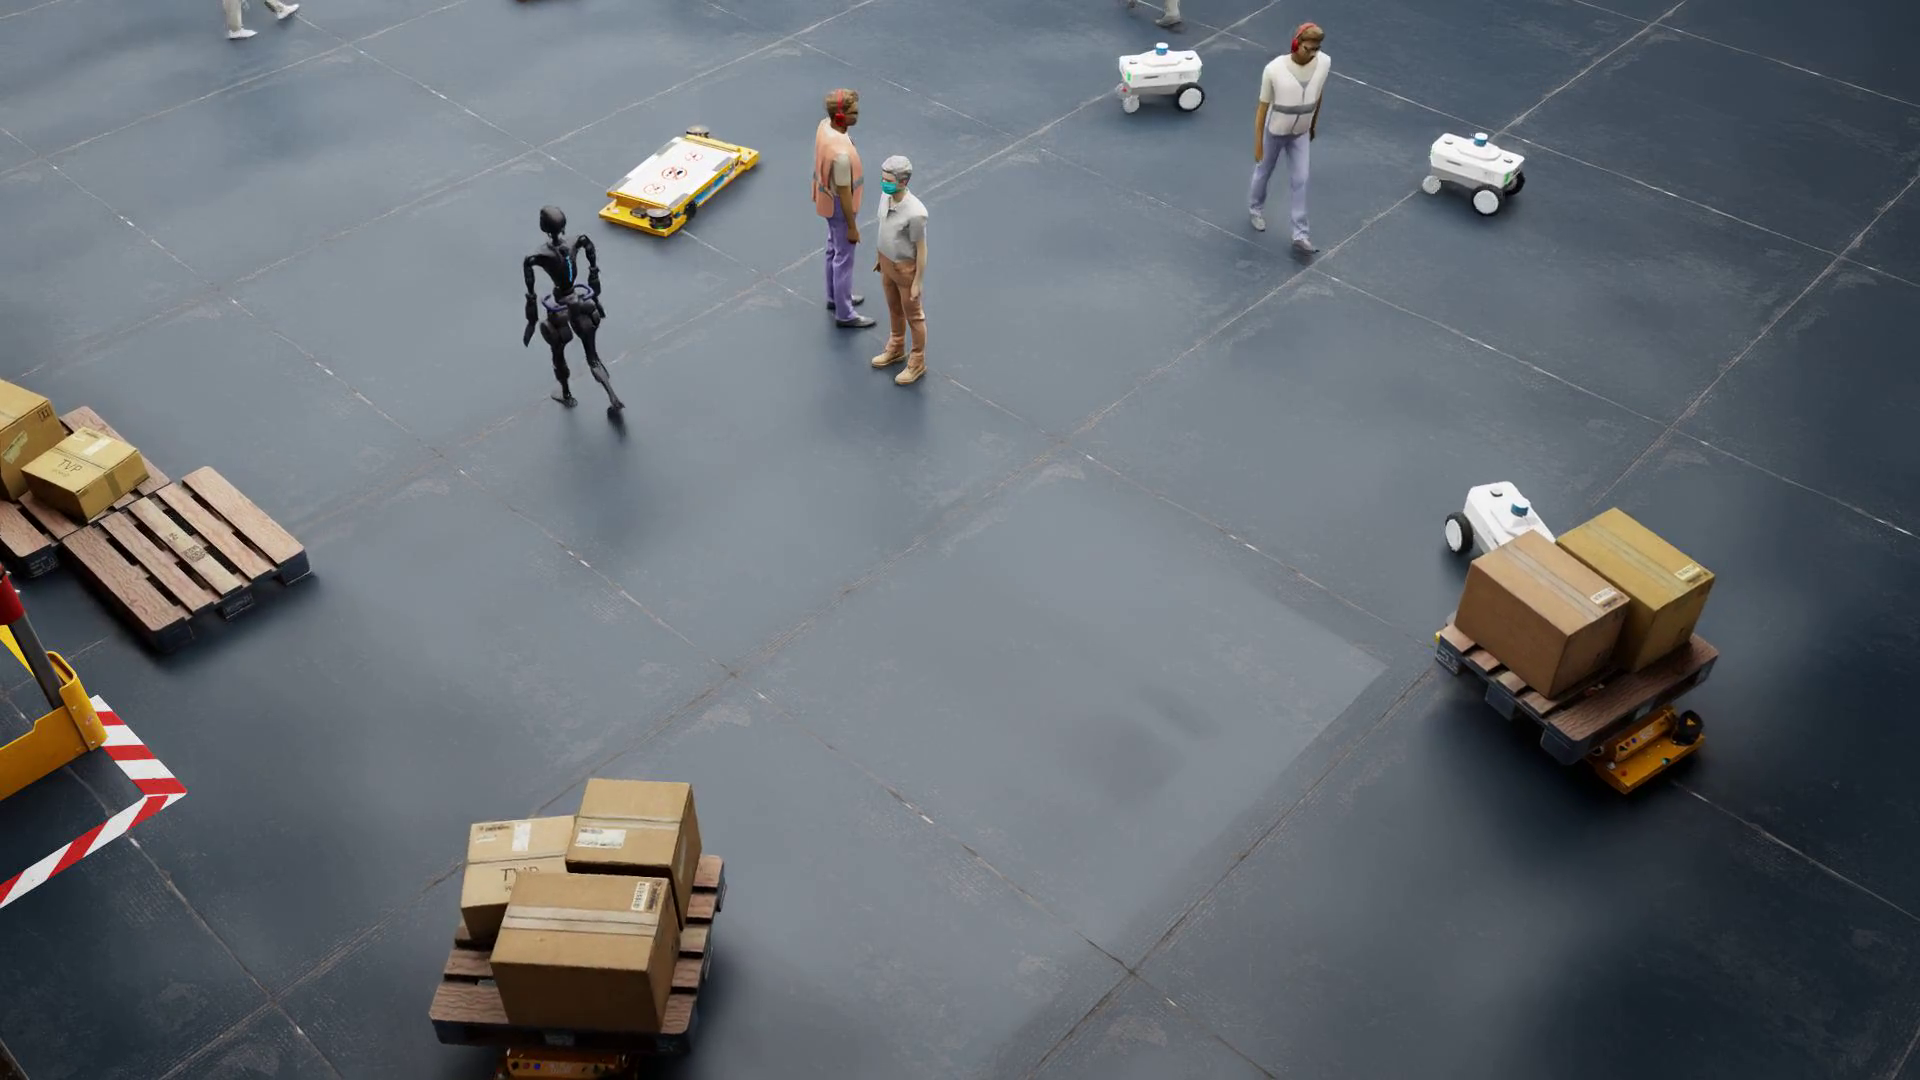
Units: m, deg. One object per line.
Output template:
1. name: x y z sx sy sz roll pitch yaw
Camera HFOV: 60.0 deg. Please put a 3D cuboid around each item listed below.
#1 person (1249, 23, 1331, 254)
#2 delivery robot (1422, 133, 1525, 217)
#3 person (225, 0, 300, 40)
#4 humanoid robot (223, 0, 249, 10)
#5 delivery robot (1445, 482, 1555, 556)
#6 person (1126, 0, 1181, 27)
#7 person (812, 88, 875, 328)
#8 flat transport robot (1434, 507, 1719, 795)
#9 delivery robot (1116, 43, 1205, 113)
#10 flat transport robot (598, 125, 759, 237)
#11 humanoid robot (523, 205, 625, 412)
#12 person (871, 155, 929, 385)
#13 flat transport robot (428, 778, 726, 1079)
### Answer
1. person: 2.559 -3.082 12.806 0.603 1.792 0.931 -12 43 -13
2. delivery robot: 4.256 -3.053 13.714 0.807 0.606 0.499 26 48 26
3. person: -6.785 -5.577 15.727 0.775 1.603 0.520 -23 47 -24
4. humanoid robot: -7.279 -5.879 16.033 0.540 1.867 0.781 -19 45 -20
5. delivery robot: 3.417 -0.016 10.325 0.499 0.587 0.788 -10 43 -11
6. person: 1.876 -5.869 15.922 0.610 1.785 0.944 -12 43 -13
7. person: -0.870 -2.389 12.003 0.372 1.842 0.568 -11 43 -12
8. flat transport robot: 3.504 0.823 9.611 0.659 0.231 1.431 -24 47 -24
9. delivery robot: 1.803 -4.170 14.938 0.773 0.582 0.499 -7 42 -7
10. flat transport robot: -2.330 -3.000 13.861 0.659 0.231 1.431 19 45 20
11. humanoid robot: -2.646 -1.520 11.180 0.599 1.638 0.623 -31 50 -29
12. person: -0.415 -1.879 11.509 0.319 1.748 0.482 -28 49 -27
13. flat transport robot: -1.813 2.137 8.151 0.659 0.231 1.431 2 42 3
